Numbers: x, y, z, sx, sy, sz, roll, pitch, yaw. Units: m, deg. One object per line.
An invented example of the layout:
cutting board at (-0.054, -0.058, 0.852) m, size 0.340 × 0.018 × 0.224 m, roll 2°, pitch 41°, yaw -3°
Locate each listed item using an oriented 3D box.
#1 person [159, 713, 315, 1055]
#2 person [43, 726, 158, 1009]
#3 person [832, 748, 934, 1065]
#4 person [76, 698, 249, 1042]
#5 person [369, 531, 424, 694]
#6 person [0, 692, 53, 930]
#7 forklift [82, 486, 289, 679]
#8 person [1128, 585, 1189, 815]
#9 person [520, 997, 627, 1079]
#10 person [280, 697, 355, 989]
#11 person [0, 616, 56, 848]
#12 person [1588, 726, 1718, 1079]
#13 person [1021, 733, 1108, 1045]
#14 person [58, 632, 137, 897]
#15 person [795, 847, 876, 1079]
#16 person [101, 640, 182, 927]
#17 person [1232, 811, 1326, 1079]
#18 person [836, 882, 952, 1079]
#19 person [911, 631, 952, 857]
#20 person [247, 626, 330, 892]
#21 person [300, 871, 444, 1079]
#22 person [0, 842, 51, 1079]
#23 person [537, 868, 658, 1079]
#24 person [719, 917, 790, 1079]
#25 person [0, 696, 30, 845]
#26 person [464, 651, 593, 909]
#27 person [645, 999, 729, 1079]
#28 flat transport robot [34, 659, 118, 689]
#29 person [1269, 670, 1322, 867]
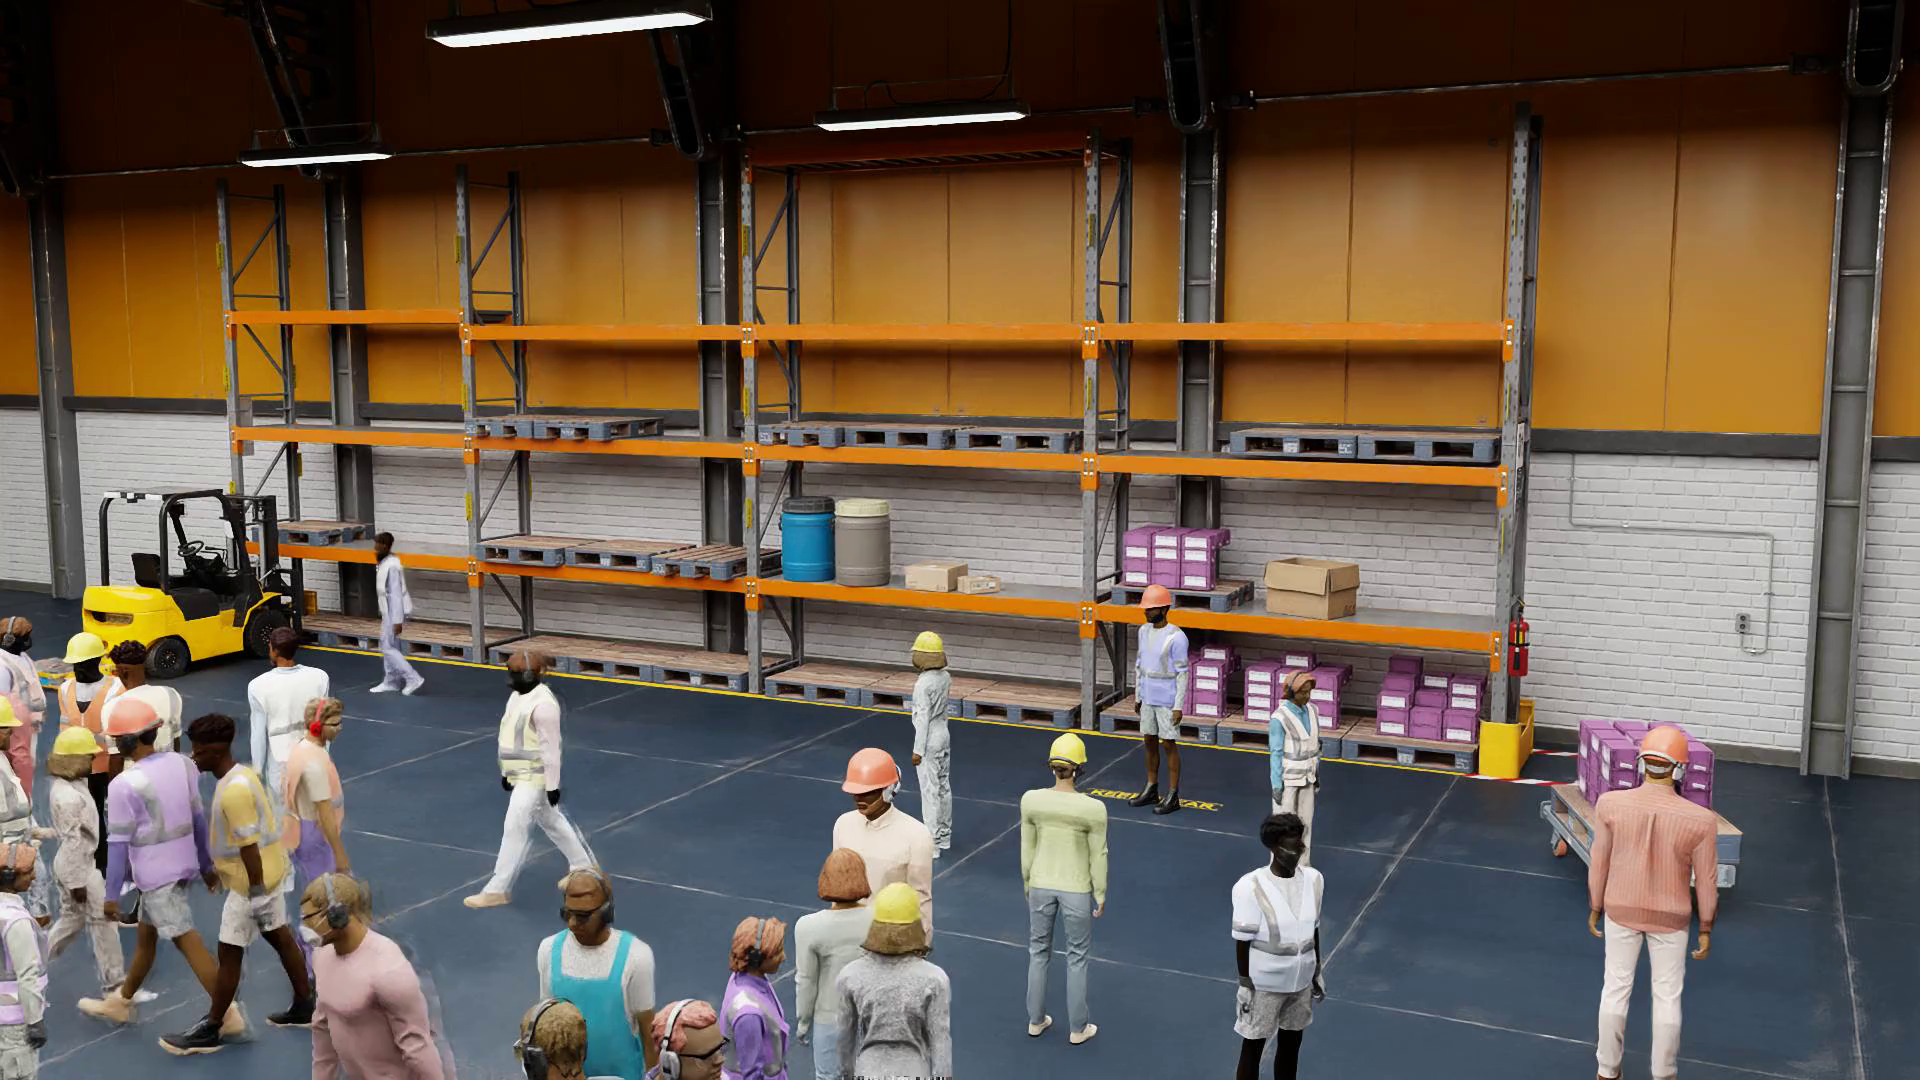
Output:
person at (-4.077, 1.911, 9.374) m, size 0.833 × 1.909 × 0.641 m, roll -2°, pitch 7°, yaw -20°
person at (-5.249, 1.945, 9.837) m, size 0.773 × 1.716 × 0.497 m, roll -4°, pitch 8°, yaw -27°
person at (-0.404, 2.001, 8.266) m, size 0.610 × 1.987 × 0.397 m, roll 5°, pitch 8°, yaw 33°
person at (-4.540, 1.866, 9.402) m, size 1.117 × 1.971 × 0.611 m, roll 1°, pitch 7°, yaw 9°
person at (-6.310, 0.812, 18.553) m, size 0.558 × 1.879 × 0.687 m, roll -3°, pitch 7°, yaw -21°
person at (-6.420, 1.700, 11.067) m, size 0.641 × 1.920 × 0.423 m, roll 2°, pitch 7°, yaw 16°
forklift at (-9.426, 0.454, 20.179) m, size 1.214 × 2.155 × 2.313 m, roll 3°, pitch 8°, yaw 26°
person at (1.655, 1.332, 13.974) m, size 0.375 × 1.935 × 0.551 m, roll -5°, pitch 9°, yaw -37°
person at (-1.240, 2.392, 5.267) m, size 0.372 × 1.930 × 0.636 m, roll 4°, pitch 8°, yaw 28°
person at (-3.908, 1.854, 10.157) m, size 0.451 × 1.817 × 0.562 m, roll -3°, pitch 7°, yaw -21°
person at (-7.376, 1.504, 13.009) m, size 0.429 × 1.833 × 0.630 m, roll -2°, pitch 7°, yaw -14°
person at (3.609, 1.951, 8.684) m, size 0.632 × 1.981 × 0.405 m, roll 4°, pitch 8°, yaw 29°
person at (0.594, 1.969, 9.457) m, size 0.518 × 1.756 × 0.347 m, roll 3°, pitch 7°, yaw 21°
person at (-6.152, 1.600, 11.860) m, size 0.581 × 1.919 × 0.393 m, roll 1°, pitch 7°, yaw 9°
person at (-0.524, 2.235, 7.759) m, size 0.500 × 1.633 × 0.286 m, roll -2°, pitch 7°, yaw -17°
person at (-5.562, 1.644, 11.303) m, size 0.398 × 1.958 × 0.609 m, roll 3°, pitch 7°, yaw 21°
person at (1.564, 2.156, 8.152) m, size 0.533 × 1.696 × 0.319 m, roll -3°, pitch 8°, yaw -27°
person at (-0.270, 2.282, 7.008) m, size 0.509 × 1.703 × 0.748 m, roll 1°, pitch 7°, yaw 8°
person at (-0.242, 1.567, 12.826) m, size 0.297 × 1.744 × 0.487 m, roll 3°, pitch 7°, yaw 22°
person at (-4.834, 1.576, 12.030) m, size 0.392 × 1.922 × 0.591 m, roll 6°, pitch 9°, yaw 42°
person at (-2.326, 2.234, 6.675) m, size 0.667 × 1.894 × 0.645 m, roll -6°, pitch 9°, yaw -41°
person at (-4.445, 2.227, 7.806) m, size 0.515 × 1.639 × 0.314 m, roll 6°, pitch 9°, yaw 41°
person at (-1.495, 2.239, 6.900) m, size 0.541 × 1.842 × 0.447 m, roll 1°, pitch 7°, yaw 7°
person at (-0.851, 2.344, 6.867) m, size 0.321 × 1.631 × 0.527 m, roll -1°, pitch 7°, yaw -7°
person at (-5.924, 1.849, 10.201) m, size 0.403 × 1.820 × 0.602 m, roll -4°, pitch 8°, yaw -29°
person at (-3.041, 1.665, 11.833) m, size 0.972 × 1.795 × 0.643 m, roll -4°, pitch 8°, yaw -29°
person at (-0.857, 2.394, 5.324) m, size 0.401 × 1.910 × 0.640 m, roll 2°, pitch 7°, yaw 20°
flat transport robot at (-10.301, 1.541, 19.071) m, size 1.431 × 0.197 × 0.652 m, roll 4°, pitch 8°, yaw 27°
person at (2.394, 1.732, 11.921) m, size 0.524 × 1.630 × 0.324 m, roll -6°, pitch 9°, yaw -42°
